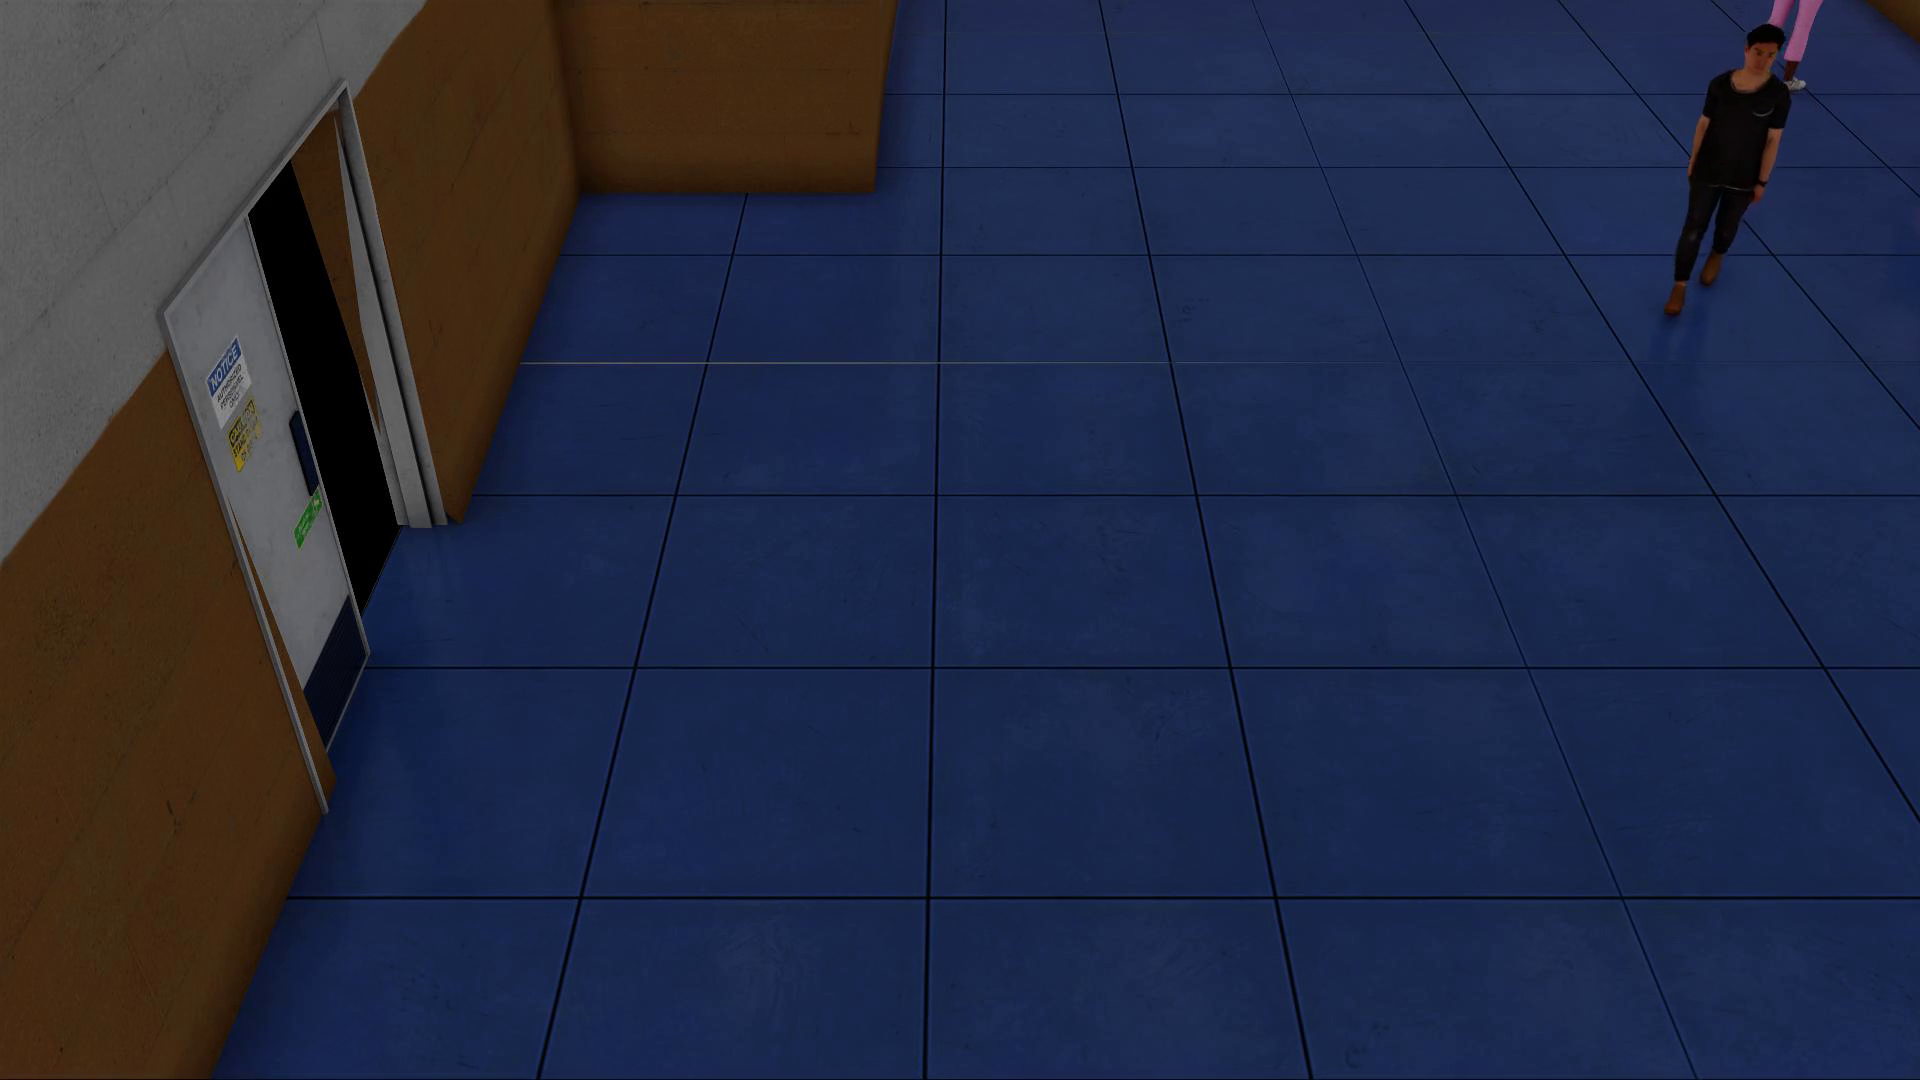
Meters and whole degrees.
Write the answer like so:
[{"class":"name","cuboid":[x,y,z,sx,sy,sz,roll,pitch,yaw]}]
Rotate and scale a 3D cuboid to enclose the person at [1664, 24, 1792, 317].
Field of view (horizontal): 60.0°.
[{"class":"person","cuboid":[4.518,-2.194,9.734,1.112,1.680,1.022,19,41,23]}]
